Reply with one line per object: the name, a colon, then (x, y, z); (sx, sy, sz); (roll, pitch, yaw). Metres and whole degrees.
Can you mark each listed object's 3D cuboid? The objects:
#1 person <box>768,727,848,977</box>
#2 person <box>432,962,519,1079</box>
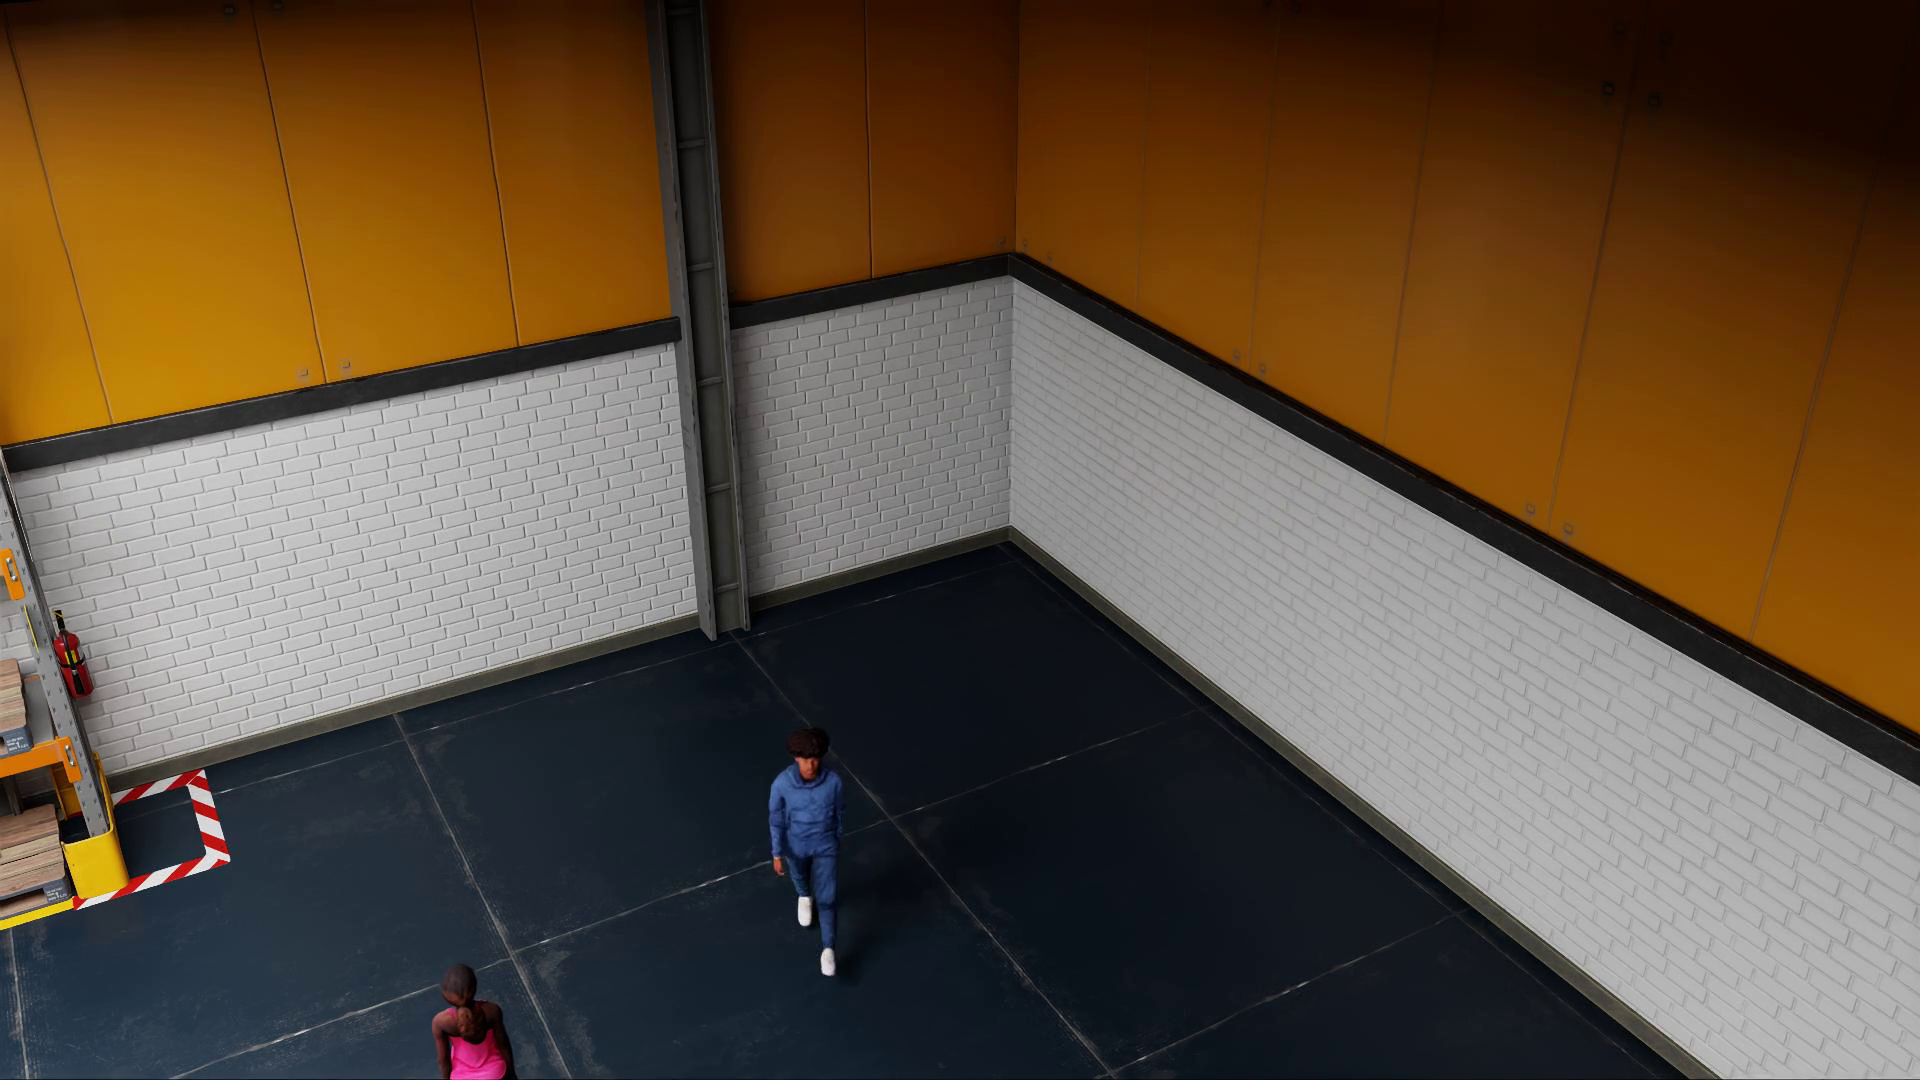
person: (-1.046, 2.001, 11.363); (1.216, 1.764, 1.067); (-3, 29, -5)
person: (-2.724, 3.076, 9.434); (0.544, 1.725, 0.652); (-9, 30, -17)
